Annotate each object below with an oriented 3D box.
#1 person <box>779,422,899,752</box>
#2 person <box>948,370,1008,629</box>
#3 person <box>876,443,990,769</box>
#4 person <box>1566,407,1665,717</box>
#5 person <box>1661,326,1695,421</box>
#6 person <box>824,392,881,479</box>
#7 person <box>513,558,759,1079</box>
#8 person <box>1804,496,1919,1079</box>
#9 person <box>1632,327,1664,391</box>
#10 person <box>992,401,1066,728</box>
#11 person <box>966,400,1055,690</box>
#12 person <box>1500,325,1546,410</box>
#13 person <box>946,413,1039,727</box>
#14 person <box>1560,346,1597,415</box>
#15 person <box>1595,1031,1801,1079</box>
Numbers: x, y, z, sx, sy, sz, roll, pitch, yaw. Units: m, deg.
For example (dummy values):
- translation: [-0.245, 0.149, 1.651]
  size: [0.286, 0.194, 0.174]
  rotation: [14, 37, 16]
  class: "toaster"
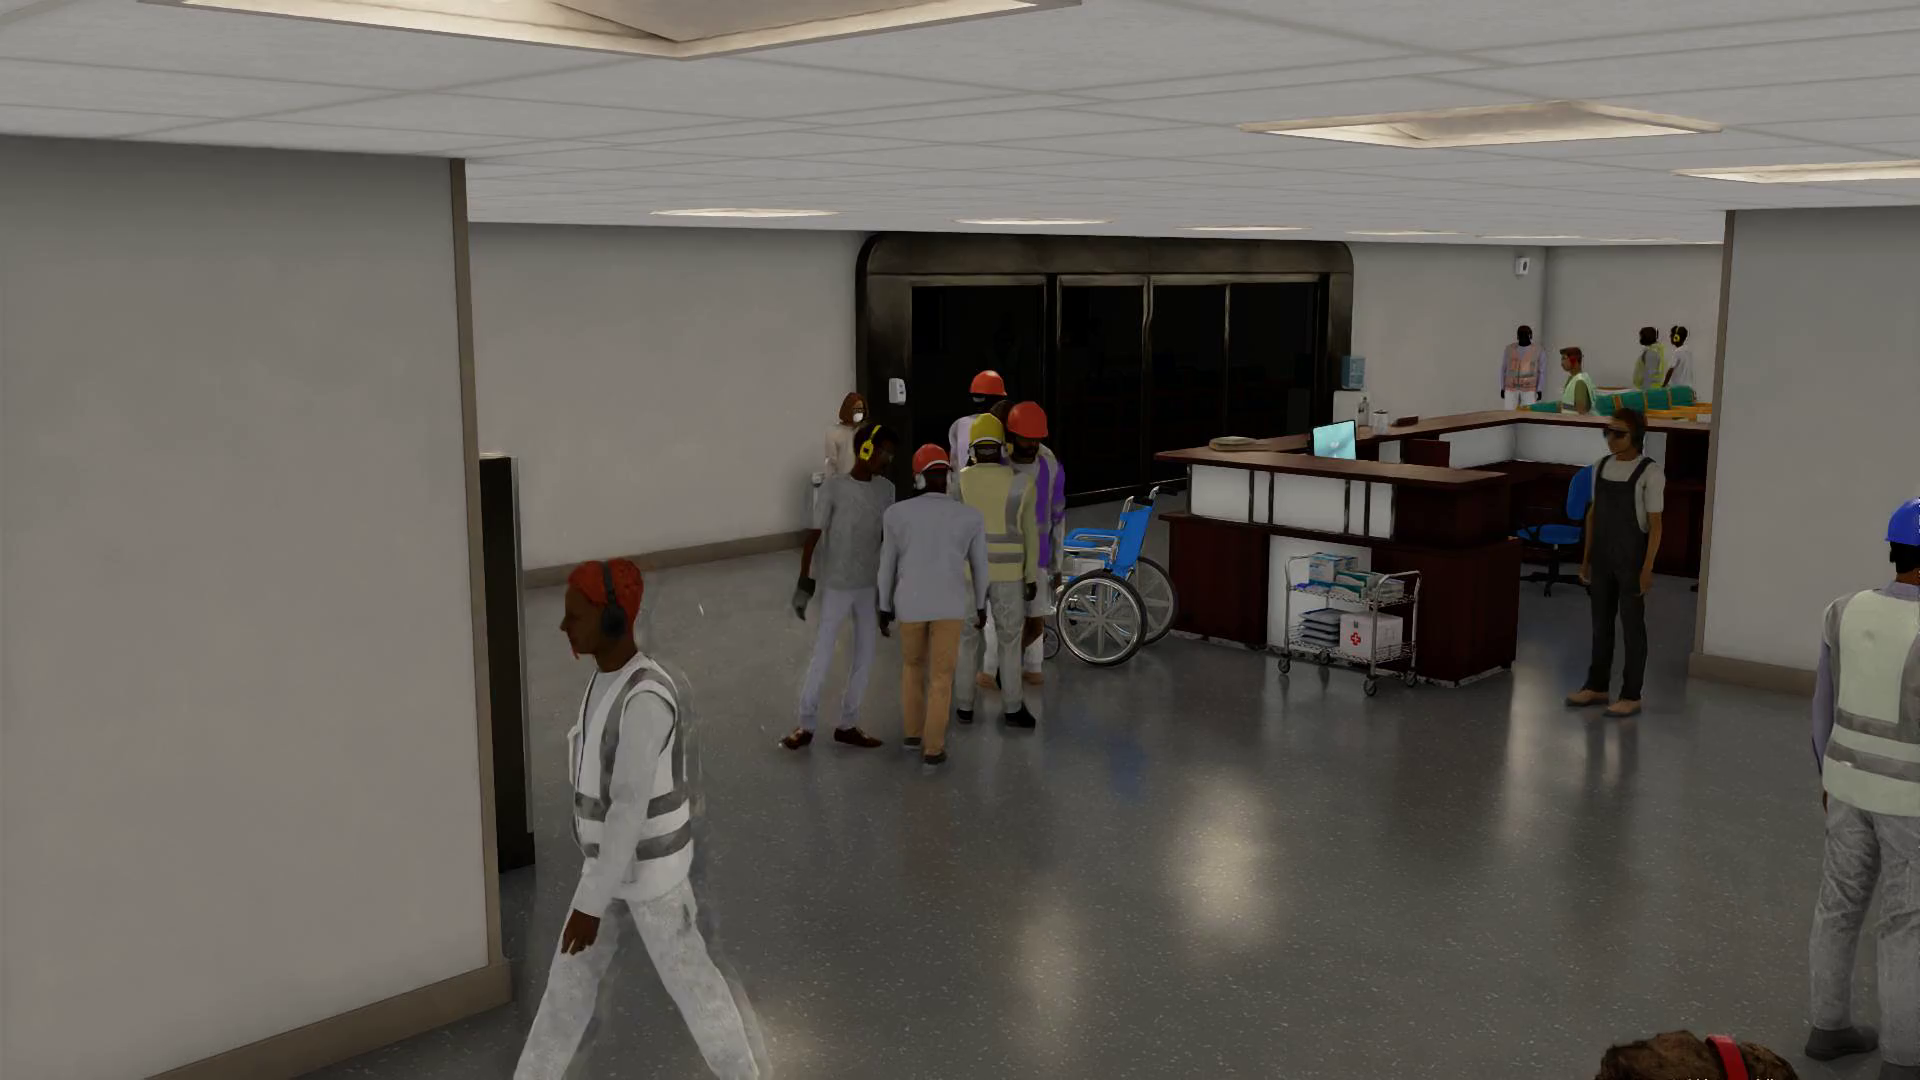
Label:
- translation: [-0.658, 0.270, 9.110]
  size: [0.670, 1.829, 0.449]
  rotation: [-6, 11, -32]
  class: "person"
- translation: [0.176, -0.264, 12.047]
  size: [0.554, 1.932, 0.378]
  rotation: [7, 12, 38]
  class: "person"
- translation: [-0.136, 0.343, 8.970]
  size: [0.589, 1.718, 0.601]
  rotation: [1, 9, 6]
  class: "person"
- translation: [3.929, 0.129, 9.925]
  size: [0.330, 1.841, 0.527]
  rotation: [-5, 11, -28]
  class: "person"
- translation: [10.219, -2.147, 23.897]
  size: [0.898, 1.831, 0.540]
  rotation: [9, 13, 43]
  class: "person"
- translation: [-0.905, -0.434, 14.048]
  size: [0.505, 1.628, 0.286]
  rotation: [-4, 10, -24]
  class: "person"
- translation: [-1.026, 0.964, 4.847]
  size: [1.018, 1.825, 0.576]
  rotation: [-5, 11, -28]
  class: "person"
- translation: [3.043, 0.815, 5.404]
  size: [0.403, 1.944, 0.605]
  rotation: [-3, 10, -17]
  class: "person"
- translation: [10.276, -2.265, 24.727]
  size: [0.609, 1.807, 0.679]
  rotation: [5, 11, 30]
  class: "person"
- translation: [0.329, 0.109, 9.841]
  size: [0.559, 1.910, 0.715]
  rotation: [-3, 10, -17]
  class: "person"
- translation: [0.301, 0.036, 10.532]
  size: [0.626, 1.841, 0.429]
  rotation: [-4, 10, -22]
  class: "person"
- translation: [8.172, -2.200, 24.210]
  size: [0.622, 1.845, 0.429]
  rotation: [5, 11, 30]
  class: "person"
- translation: [0.169, 0.178, 9.701]
  size: [0.595, 1.827, 0.404]
  rotation: [2, 9, 10]
  class: "person"
- translation: [6.650, -1.176, 17.990]
  size: [0.513, 1.815, 0.711]
  rotation: [2, 9, 11]
  class: "person"
- translation: [0.871, 1.441, 1.899]
  size: [0.376, 1.836, 0.564]
  rotation: [2, 10, 14]
  class: "person"
